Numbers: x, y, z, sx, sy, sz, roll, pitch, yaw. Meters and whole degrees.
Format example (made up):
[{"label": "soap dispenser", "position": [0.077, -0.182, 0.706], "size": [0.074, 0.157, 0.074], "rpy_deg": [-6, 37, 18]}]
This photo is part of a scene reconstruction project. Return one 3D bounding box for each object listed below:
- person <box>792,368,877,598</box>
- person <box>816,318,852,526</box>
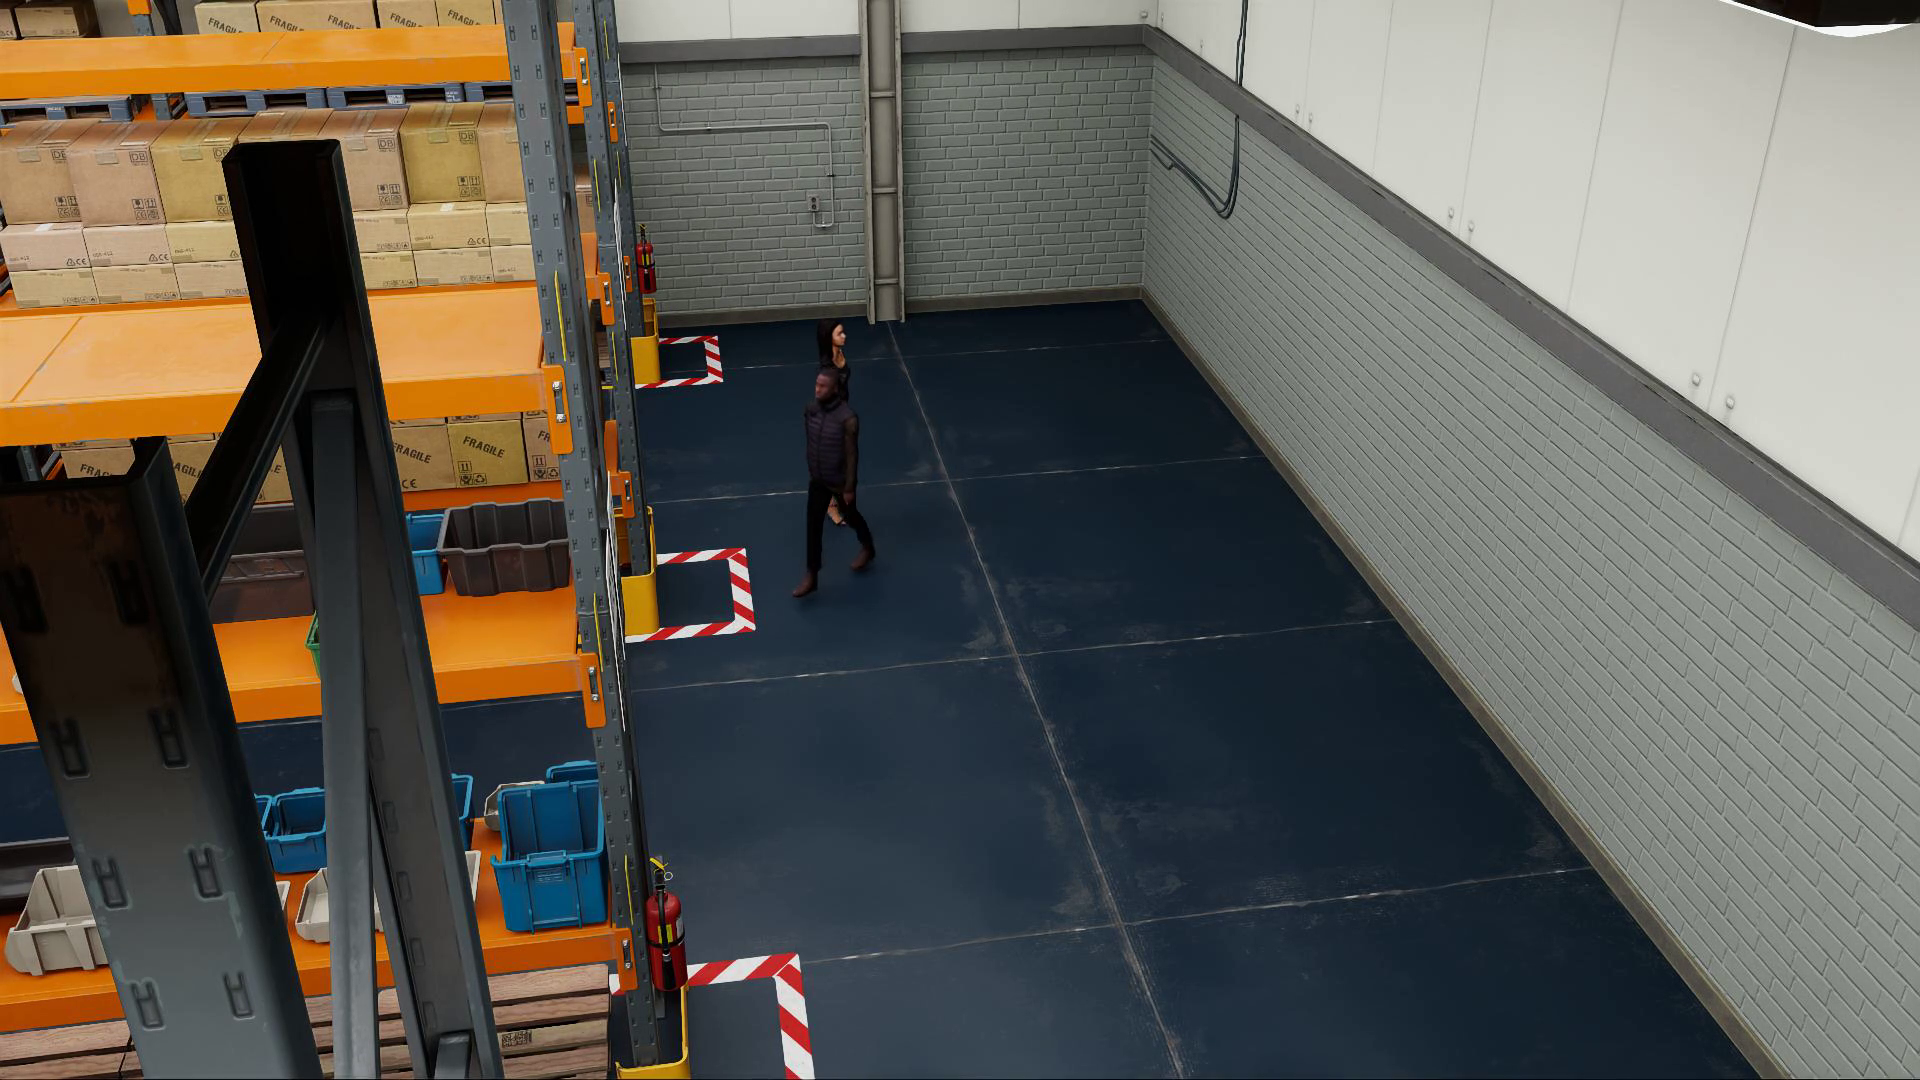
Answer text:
[{"label": "person", "position": [-0.913, -0.482, 12.892], "size": [1.187, 1.794, 1.254], "rpy_deg": [19, 34, 32]}, {"label": "person", "position": [-1.044, -0.999, 13.864], "size": [0.571, 1.793, 0.635], "rpy_deg": [2, 28, 5]}]
